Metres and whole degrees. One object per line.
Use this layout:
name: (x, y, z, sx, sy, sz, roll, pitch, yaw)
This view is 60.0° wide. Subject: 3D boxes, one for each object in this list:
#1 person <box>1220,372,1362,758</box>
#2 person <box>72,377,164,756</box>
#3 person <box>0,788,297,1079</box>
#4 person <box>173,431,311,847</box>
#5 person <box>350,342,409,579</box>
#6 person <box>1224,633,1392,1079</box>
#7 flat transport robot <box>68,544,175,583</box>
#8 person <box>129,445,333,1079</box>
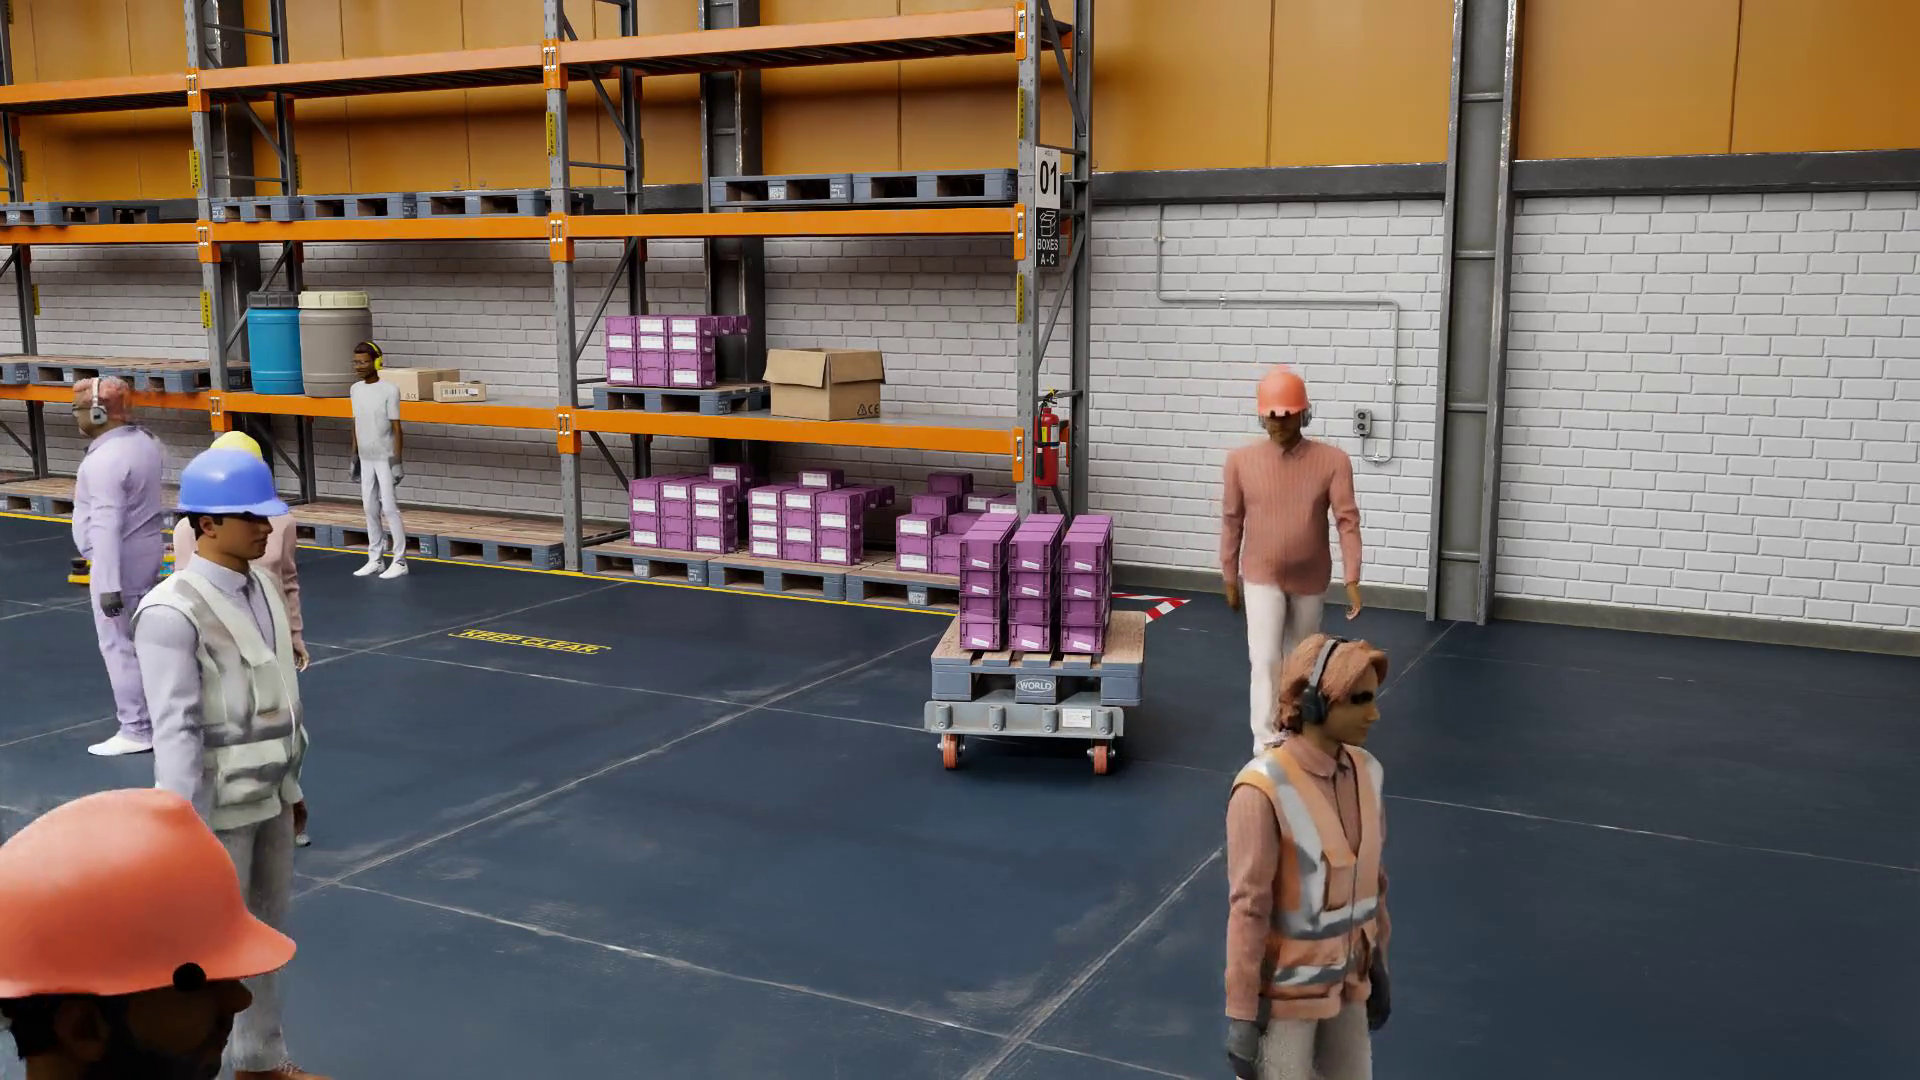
person: (1.537, 0.197, 7.746, 0.627, 1.933, 1.030, 1, 9, 5)
person: (-4.133, 0.139, 8.237, 0.465, 1.890, 0.675, -1, 9, -9)
person: (-0.952, 1.195, 1.762, 0.991, 1.896, 0.558, -1, 9, -9)
person: (-2.918, 0.436, 6.802, 0.322, 1.769, 0.523, 7, 12, 37)
person: (-4.581, -0.623, 13.059, 0.515, 1.861, 0.321, 5, 10, 27)
person: (0.756, 1.008, 3.689, 0.563, 1.626, 0.497, -9, 13, -43)
flat transport robot: (-6.158, 0.162, 13.093, 1.431, 0.197, 0.652, -2, 10, -15)
person: (-1.980, 0.709, 4.571, 0.406, 1.943, 0.612, 1, 9, 4)
